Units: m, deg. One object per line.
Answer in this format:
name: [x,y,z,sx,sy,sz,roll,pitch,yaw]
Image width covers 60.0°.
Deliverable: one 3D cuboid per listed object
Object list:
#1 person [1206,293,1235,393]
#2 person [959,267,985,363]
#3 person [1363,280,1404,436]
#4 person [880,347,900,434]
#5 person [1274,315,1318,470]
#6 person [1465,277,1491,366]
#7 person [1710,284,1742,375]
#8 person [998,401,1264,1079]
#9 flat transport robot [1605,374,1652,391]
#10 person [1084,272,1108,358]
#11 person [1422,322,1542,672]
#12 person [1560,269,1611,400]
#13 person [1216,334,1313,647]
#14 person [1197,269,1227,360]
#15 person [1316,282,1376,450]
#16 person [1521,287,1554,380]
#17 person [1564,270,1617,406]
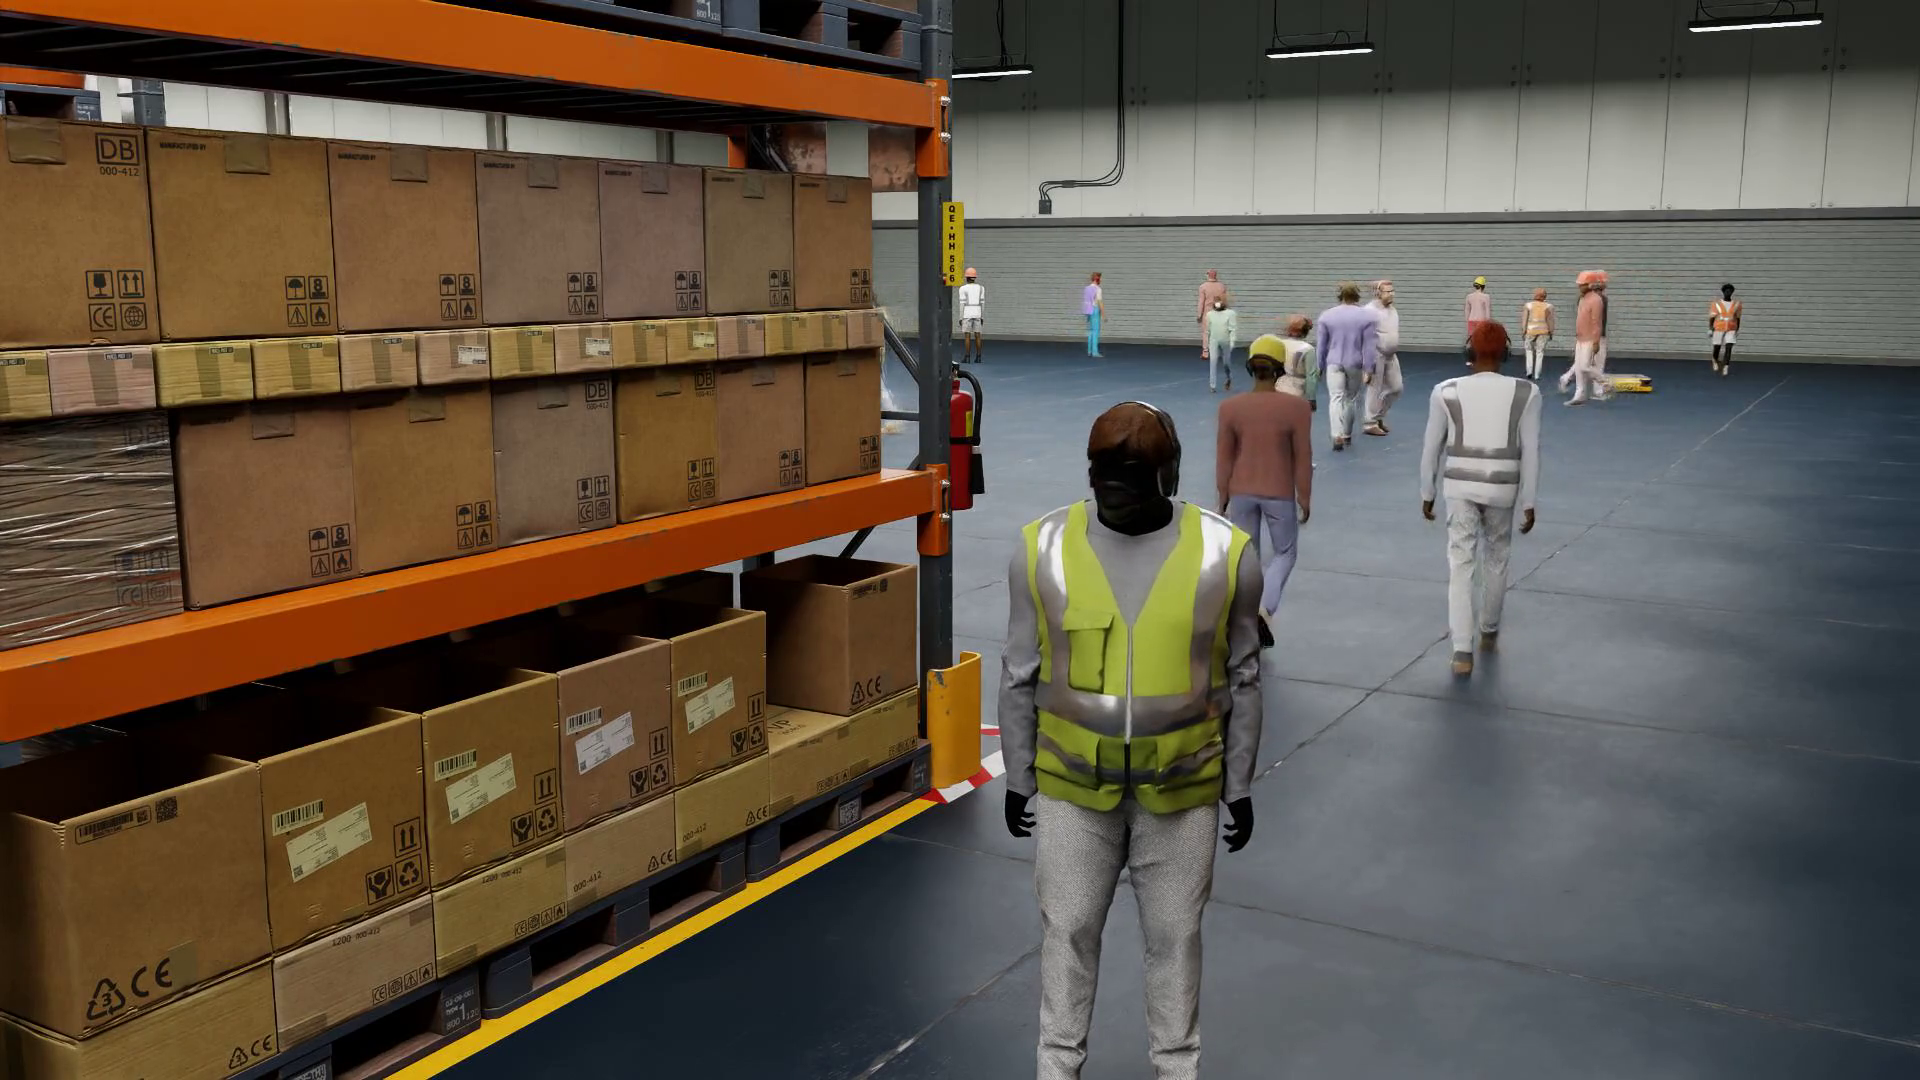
person: [4.179,-3.159,26.622,0.497,1.601,0.747,3,10,18]
person: [0.232,-4.556,33.801,0.545,1.942,0.349,-4,10,-21]
person: [5.111,-2.197,20.134,0.652,1.890,0.444,-7,12,-36]
person: [-1.182,-2.161,20.242,0.978,1.795,0.620,0,10,0]
person: [3.272,-1.389,16.250,0.843,1.587,0.525,-6,11,-32]
person: [10.212,-4.294,32.782,0.525,1.769,0.311,9,13,43]
person: [14.085,-3.884,30.639,0.535,1.679,0.602,3,10,18]
person: [0.403,0.584,4.007,0.634,1.840,0.429,1,10,7]
flat transport robot: [10.804,-2.568,27.049,0.652,0.197,1.431,2,10,13]
person: [2.894,-4.819,35.663,0.446,1.838,0.581,-3,10,-20]
person: [2.787,-0.251,8.951,0.599,1.822,0.999,3,10,16]
person: [9.589,-3.122,25.310,0.626,1.978,0.746,-6,11,-31]
person: [1.653,-0.249,9.113,0.543,1.751,0.434,4,11,23]
person: [5.286,-4.753,35.068,0.652,1.904,0.405,-3,10,-19]
person: [4.365,-1.978,18.873,0.642,1.895,0.997,2,10,13]
person: [10.222,-3.651,29.419,0.547,1.619,0.551,4,10,20]
person: [9.122,-2.898,24.013,0.591,1.975,0.624,0,10,-1]
